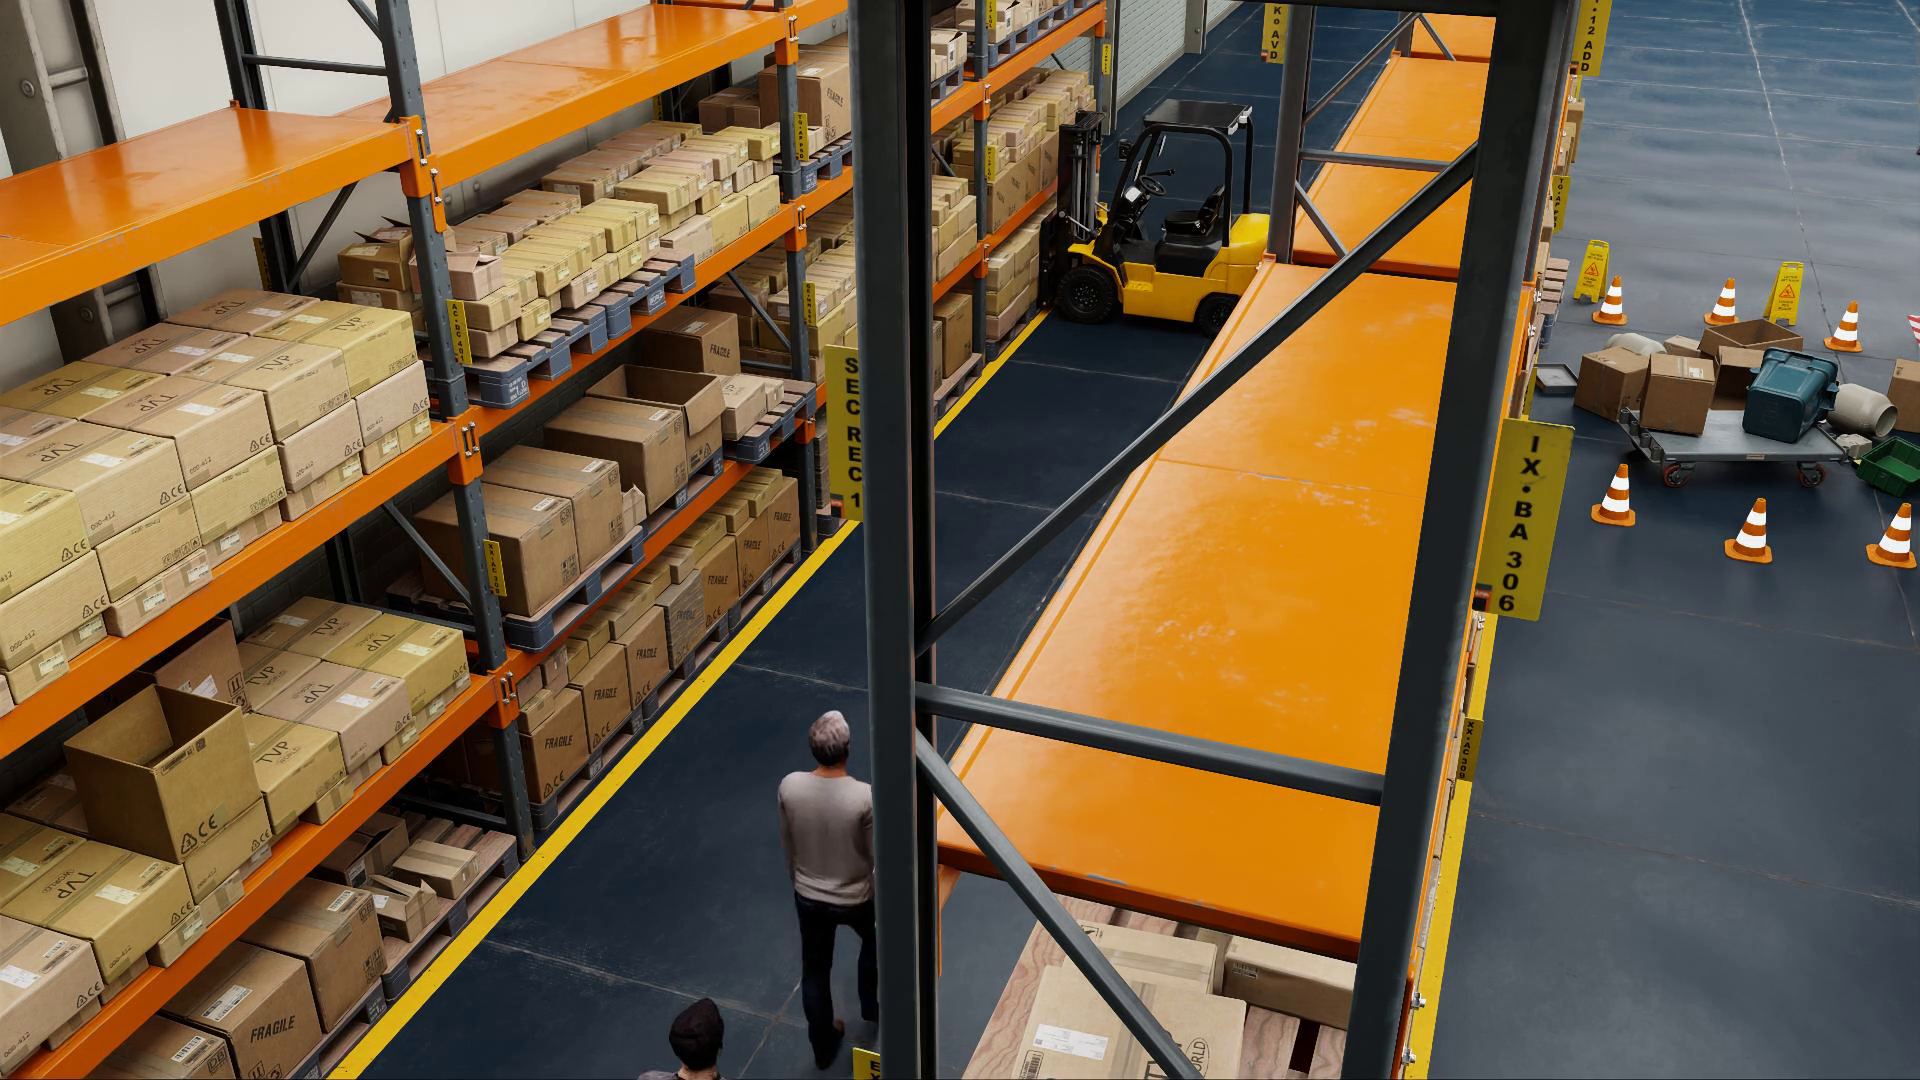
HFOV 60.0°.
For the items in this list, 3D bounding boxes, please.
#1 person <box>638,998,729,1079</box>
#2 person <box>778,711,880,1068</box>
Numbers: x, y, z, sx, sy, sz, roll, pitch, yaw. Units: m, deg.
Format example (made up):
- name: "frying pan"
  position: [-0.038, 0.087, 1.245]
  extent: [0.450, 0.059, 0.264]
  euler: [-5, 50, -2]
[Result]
- name: "person"
  position: [-0.993, 2.584, 6.365]
  extent: [0.787, 1.833, 0.748]
  euler: [0, 28, 0]
- name: "person"
  position: [-0.617, 1.732, 7.908]
  extent: [0.774, 1.886, 0.886]
  euler: [8, 29, 15]
